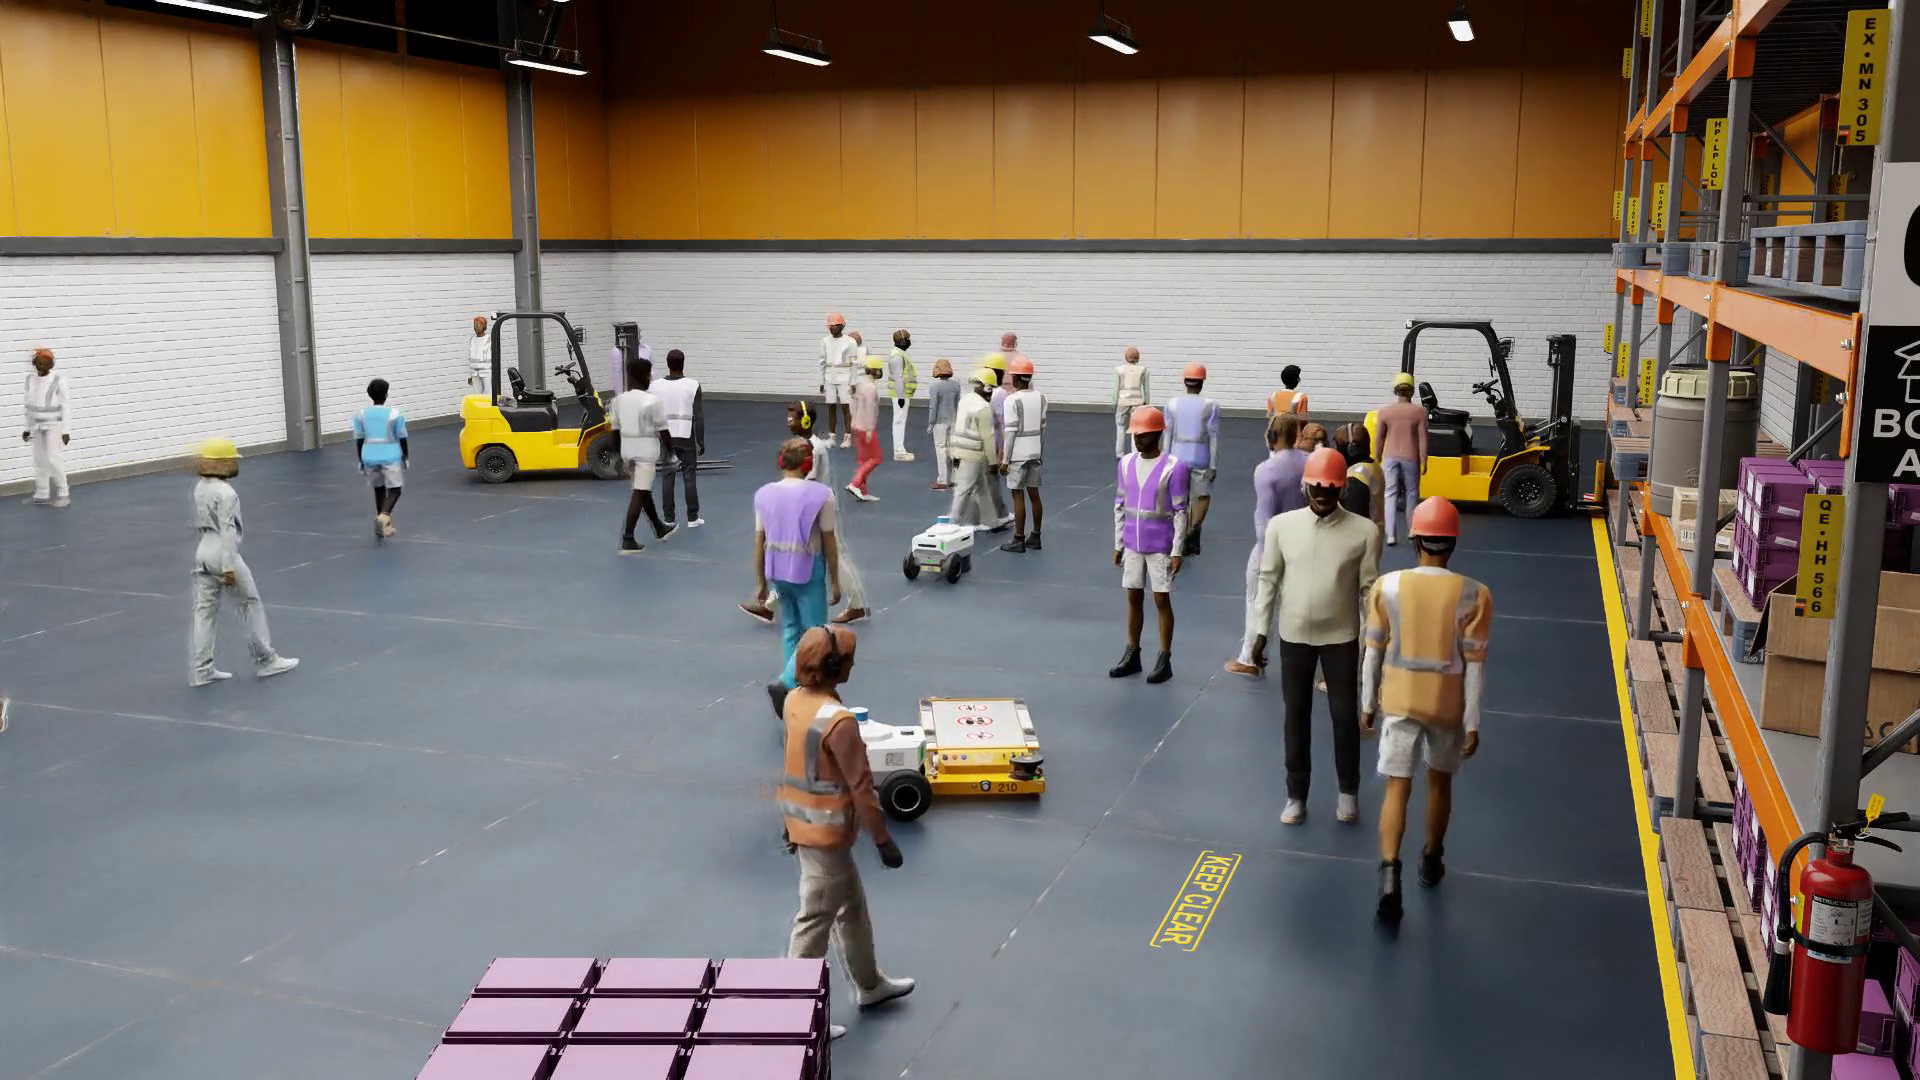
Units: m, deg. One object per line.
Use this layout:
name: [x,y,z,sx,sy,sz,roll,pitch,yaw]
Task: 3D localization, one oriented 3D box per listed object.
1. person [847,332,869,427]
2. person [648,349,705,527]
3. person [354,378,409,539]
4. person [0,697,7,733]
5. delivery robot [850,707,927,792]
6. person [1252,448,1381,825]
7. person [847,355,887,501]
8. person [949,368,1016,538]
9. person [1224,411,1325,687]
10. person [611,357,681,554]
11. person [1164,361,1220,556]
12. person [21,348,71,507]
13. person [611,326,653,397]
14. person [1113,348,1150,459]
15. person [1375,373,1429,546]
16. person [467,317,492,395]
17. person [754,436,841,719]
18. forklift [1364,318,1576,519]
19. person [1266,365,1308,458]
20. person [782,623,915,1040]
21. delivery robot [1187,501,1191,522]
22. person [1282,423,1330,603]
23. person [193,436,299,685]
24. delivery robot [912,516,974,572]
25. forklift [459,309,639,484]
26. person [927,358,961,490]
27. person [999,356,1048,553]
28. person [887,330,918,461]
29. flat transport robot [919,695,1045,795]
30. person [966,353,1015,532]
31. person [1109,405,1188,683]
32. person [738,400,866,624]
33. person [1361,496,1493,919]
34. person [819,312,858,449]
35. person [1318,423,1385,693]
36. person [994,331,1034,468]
person: [-1.719,-2.643,27.552,0.550,1.607,0.555,-9,13,-41]
person: [-3.034,-1.085,17.870,0.587,1.920,0.392,1,10,4]
person: [-5.938,-0.822,17.051,0.542,1.676,0.676,0,10,0]
person: [-6.125,0.373,9.972,0.562,1.826,0.882,3,11,17]
delivery robot: [-0.542,1.141,8.914,0.707,0.478,0.477,-1,10,-6]
person: [1.872,0.502,8.740,0.640,1.989,0.449,4,11,20]
person: [-1.065,-1.303,19.574,0.418,1.750,0.540,-3,11,-17]
person: [0.221,-0.864,17.031,0.868,1.769,0.606,-4,11,-19]
person: [2.300,0.066,11.474,0.641,1.909,0.908,-8,13,-39]
person: [-3.101,-0.855,16.577,0.612,1.913,0.996,7,12,34]
person: [2.228,-0.768,16.096,0.545,1.924,0.548,3,11,19]
person: [-10.620,-1.295,19.283,0.767,1.852,0.339,4,11,22]
person: [-4.671,-2.150,23.912,0.644,1.905,0.400,-8,13,-39]
person: [2.393,-1.889,23.317,0.532,1.587,0.791,0,10,0]
person: [4.501,-0.830,16.924,0.550,1.733,0.731,4,11,23]
person: [-7.697,-2.651,26.789,0.574,1.885,0.356,4,11,23]
person: [-1.065,0.254,10.604,0.560,1.819,0.666,5,11,26]
forklift: [5.787,-1.437,19.079,2.313,2.155,1.214,3,11,19]
person: [3.679,-1.116,18.671,0.321,1.697,0.535,-9,13,-41]
person: [-0.401,1.116,6.349,0.689,1.616,0.522,-4,11,-23]
delivery robot: [2.213,-0.370,17.424,0.477,0.478,0.707,0,10,1]
person: [2.780,-0.121,13.245,0.502,1.633,0.279,-4,11,-20]
person: [-5.032,0.131,11.590,0.510,1.716,0.752,8,13,38]
delivery robot: [-0.149,0.025,15.199,0.477,0.478,0.707,5,11,24]
forklift: [-5.354,-1.902,21.697,2.313,2.155,1.214,-2,10,-13]
person: [-0.197,-1.431,20.623,0.507,1.632,0.267,-9,13,-41]
person: [0.609,-0.843,16.454,0.543,1.939,0.361,-9,14,-42]
person: [-0.812,-2.043,23.485,0.429,1.843,0.633,0,10,0]
flat transport robot: [0.103,1.177,9.772,0.652,0.197,1.431,-1,10,-3]
person: [0.406,-1.040,17.679,0.889,1.887,0.626,-6,12,-32]
person: [1.298,0.029,11.546,0.549,1.936,0.377,8,13,37]
person: [-1.228,-0.202,13.195,1.040,1.809,0.552,-3,10,-15]
person: [2.101,0.757,7.571,0.557,1.907,0.932,4,11,21]
person: [-1.831,-2.374,24.782,0.615,2.040,0.391,5,11,24]
person: [2.653,0.121,11.311,0.429,1.840,0.622,4,11,22]
person: [0.657,-1.869,22.416,0.671,1.871,0.852,1,10,5]
